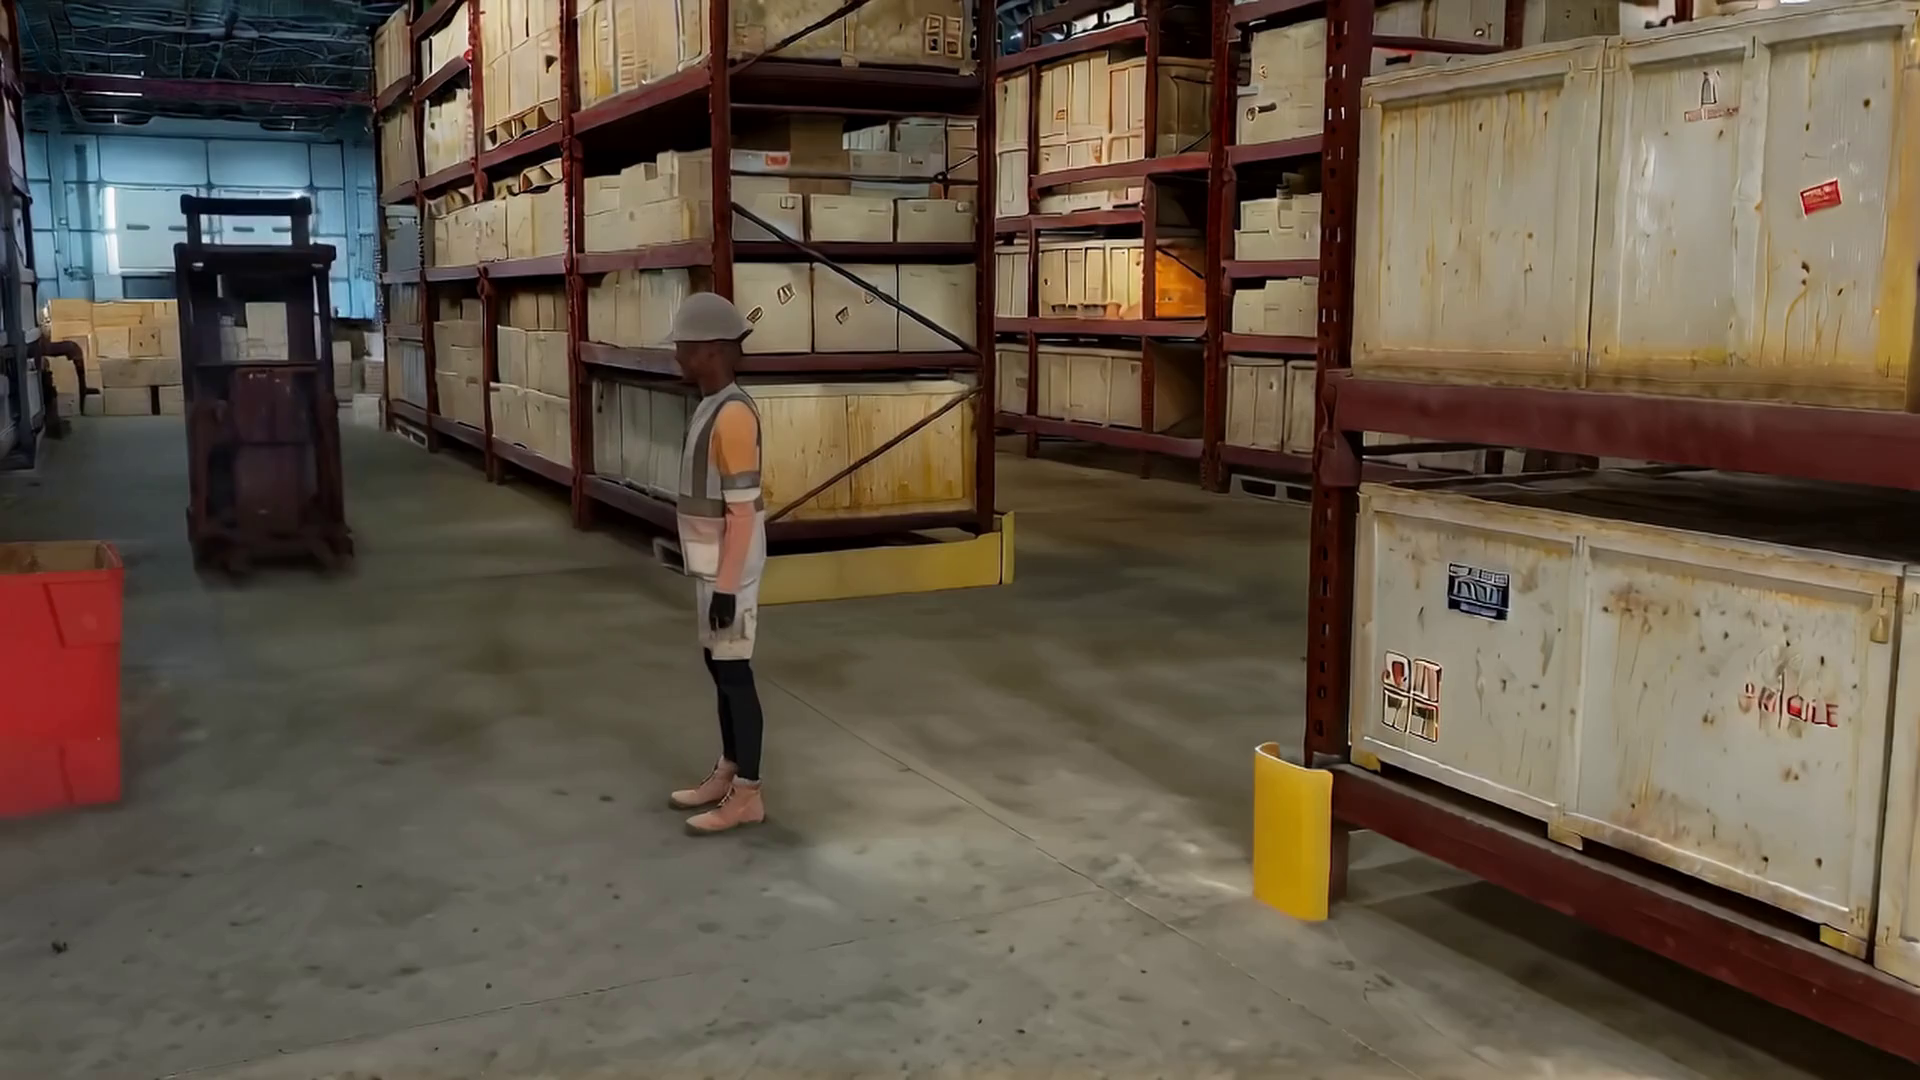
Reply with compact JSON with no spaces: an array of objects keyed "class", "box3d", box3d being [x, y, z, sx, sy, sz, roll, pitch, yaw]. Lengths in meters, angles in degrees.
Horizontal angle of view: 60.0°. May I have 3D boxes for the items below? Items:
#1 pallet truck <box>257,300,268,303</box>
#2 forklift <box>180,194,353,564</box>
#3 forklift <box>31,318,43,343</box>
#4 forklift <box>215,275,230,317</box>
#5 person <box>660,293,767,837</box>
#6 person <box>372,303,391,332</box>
[{"class":"pallet truck","box3d":[-23.913,-7.404,58.171,1.885,1.965,0.823,-1,8,-9]},{"class":"forklift","box3d":[-5.622,-1.333,13.279,1.129,2.768,1.873,-4,9,-26]},{"class":"forklift","box3d":[-30.587,-7.279,54.283,1.129,2.768,1.873,-4,9,-26]},{"class":"forklift","box3d":[-22.784,-6.786,50.885,1.873,2.768,1.129,6,10,37]},{"class":"person","box3d":[-0.926,0.095,6.305,0.374,2.044,0.605,-2,9,-17]},{"class":"person","box3d":[-15.167,-5.274,43.826,0.866,1.912,0.631,5,10,30]}]
